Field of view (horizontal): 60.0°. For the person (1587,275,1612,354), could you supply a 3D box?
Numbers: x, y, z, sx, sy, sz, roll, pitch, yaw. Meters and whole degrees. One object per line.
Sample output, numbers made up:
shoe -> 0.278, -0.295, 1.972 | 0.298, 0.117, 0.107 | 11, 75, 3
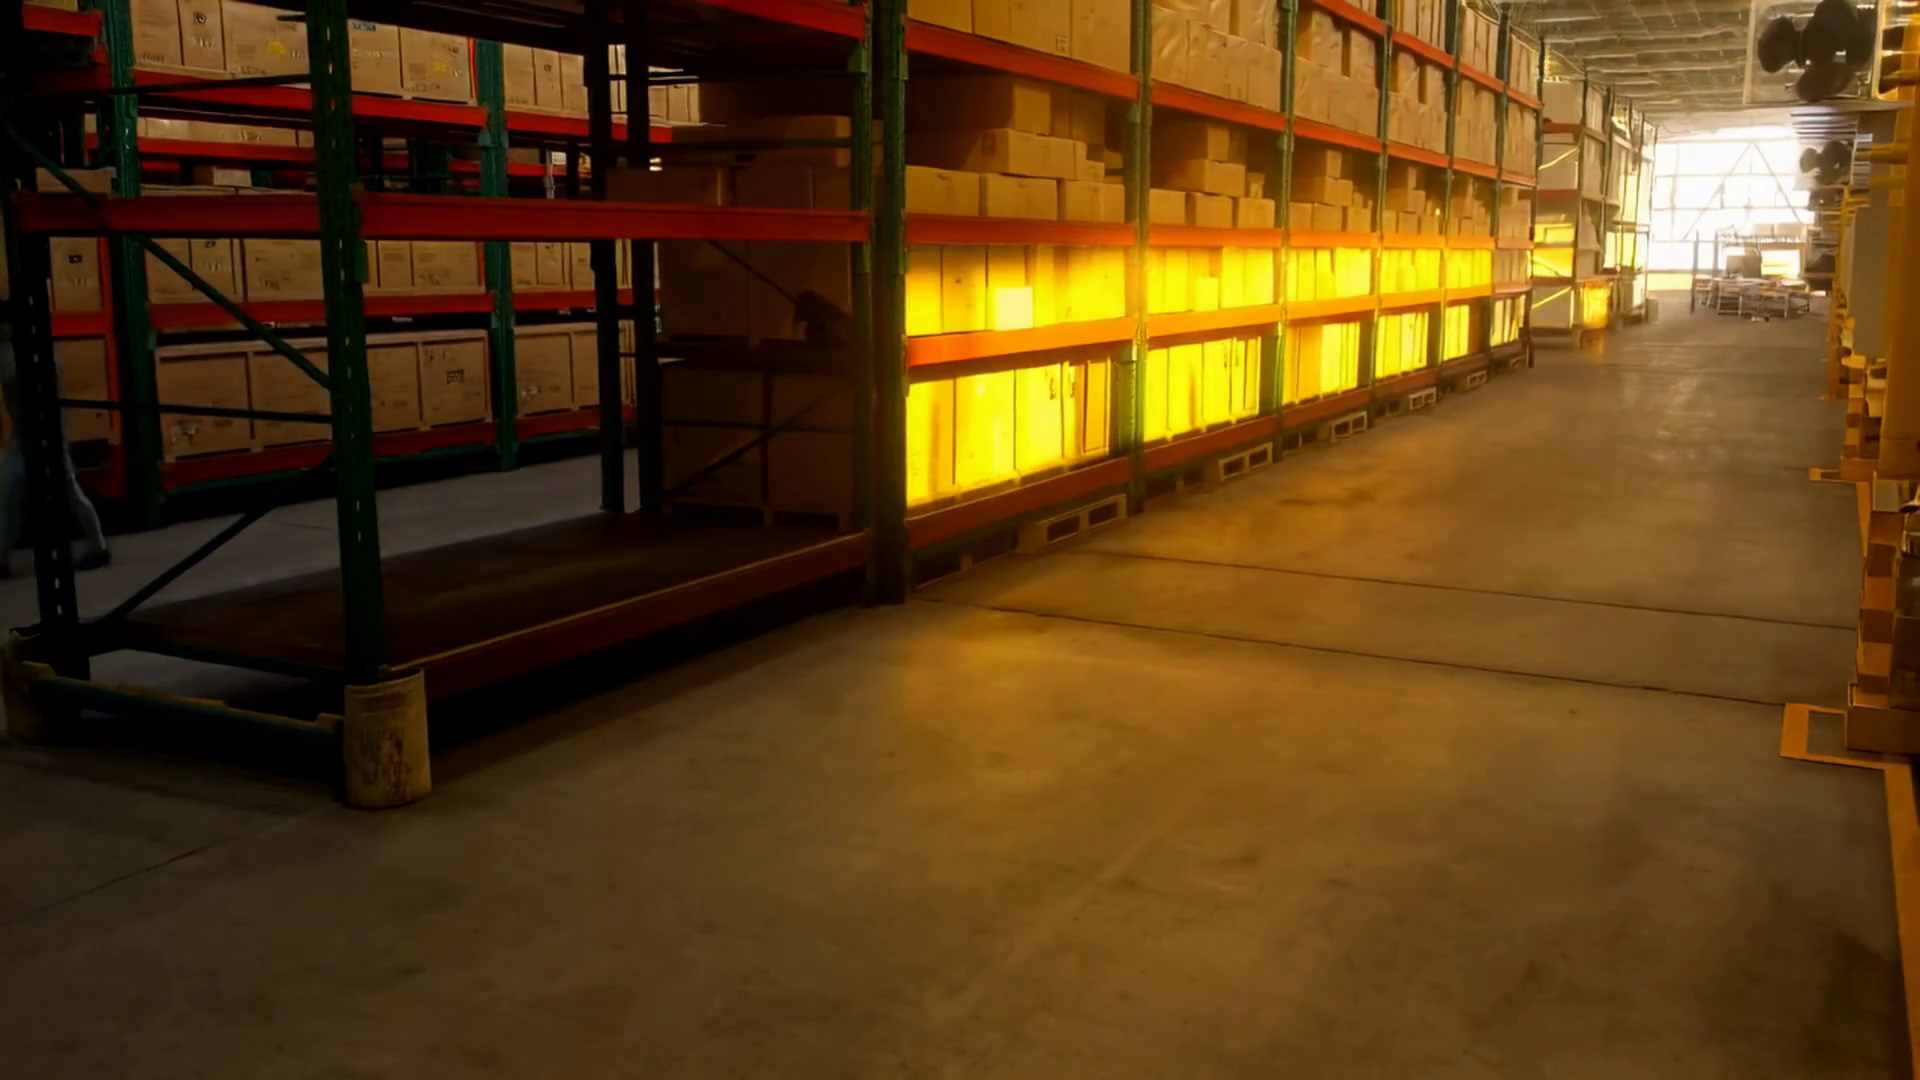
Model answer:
person -> 13.781, -4.852, 35.863 | 0.535, 1.697, 0.318 | -1, 10, -4

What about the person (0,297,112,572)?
person -> -6.254, -0.674, 11.142 | 0.641, 1.888, 1.011 | 6, 12, 32
